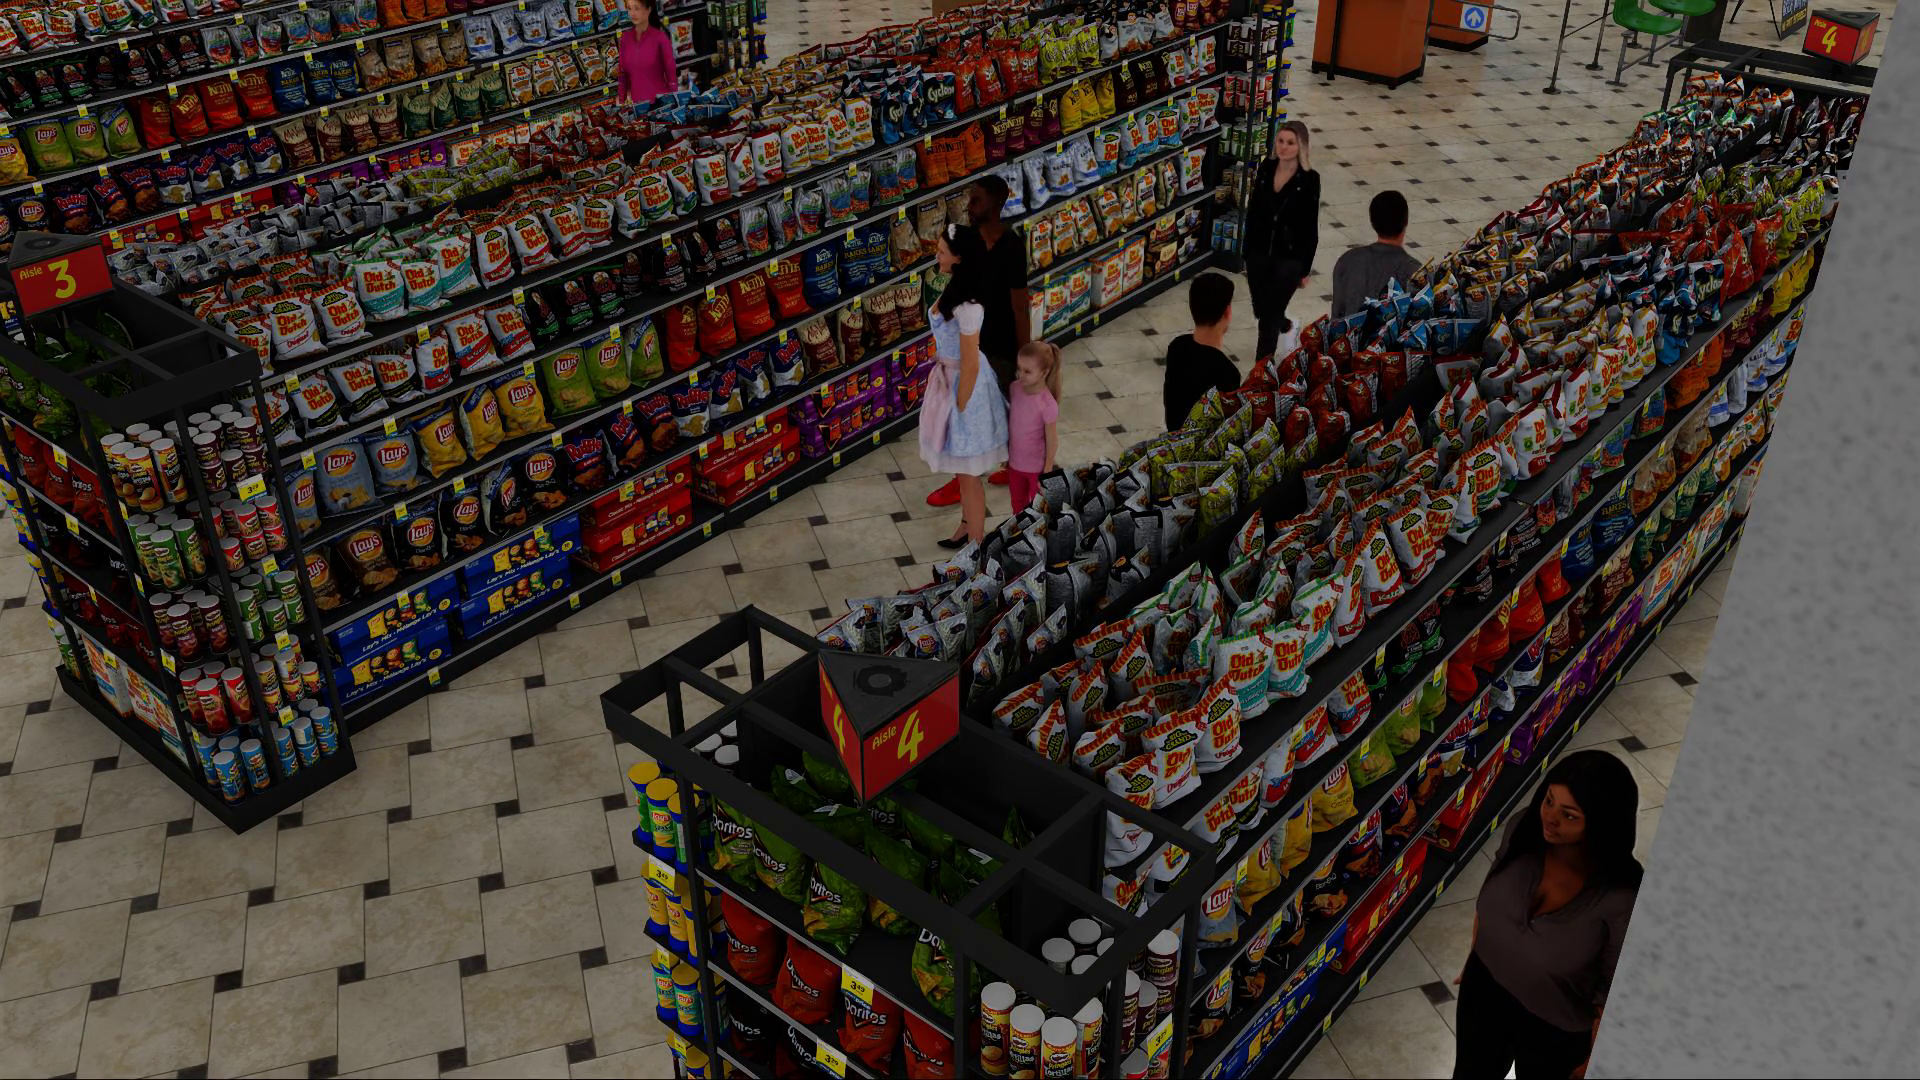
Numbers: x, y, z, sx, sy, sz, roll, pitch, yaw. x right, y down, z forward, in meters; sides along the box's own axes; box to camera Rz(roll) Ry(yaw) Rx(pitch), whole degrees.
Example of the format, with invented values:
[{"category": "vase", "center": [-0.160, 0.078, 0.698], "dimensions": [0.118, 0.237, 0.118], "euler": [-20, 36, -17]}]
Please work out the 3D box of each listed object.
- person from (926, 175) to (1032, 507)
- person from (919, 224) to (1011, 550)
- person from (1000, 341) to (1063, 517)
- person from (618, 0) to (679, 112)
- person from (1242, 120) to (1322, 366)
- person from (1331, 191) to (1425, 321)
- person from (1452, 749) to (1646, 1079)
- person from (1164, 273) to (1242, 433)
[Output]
[{"category": "person", "center": [0.273, -1.057, 8.758], "dimensions": [1.086, 1.778, 0.902], "euler": [-15, 35, -22]}, {"category": "person", "center": [0.009, -0.670, 8.100], "dimensions": [0.919, 1.816, 0.860], "euler": [-3, 32, -5]}, {"category": "person", "center": [0.348, -0.399, 8.176], "dimensions": [0.543, 1.275, 0.510], "euler": [-25, 40, -34]}, {"category": "person", "center": [-2.241, -3.244, 12.364], "dimensions": [0.746, 1.682, 0.884], "euler": [12, 34, 19]}, {"category": "person", "center": [1.912, -1.664, 9.838], "dimensions": [0.641, 1.667, 1.028], "euler": [21, 38, 30]}, {"category": "person", "center": [2.020, -0.775, 8.236], "dimensions": [0.898, 1.850, 0.748], "euler": [-28, 41, -37]}, {"category": "person", "center": [1.673, 1.347, 4.834], "dimensions": [0.676, 1.842, 0.701], "euler": [-21, 38, -30]}, {"category": "person", "center": [0.959, -0.262, 7.459], "dimensions": [1.268, 1.801, 1.052], "euler": [-13, 34, -19]}]
